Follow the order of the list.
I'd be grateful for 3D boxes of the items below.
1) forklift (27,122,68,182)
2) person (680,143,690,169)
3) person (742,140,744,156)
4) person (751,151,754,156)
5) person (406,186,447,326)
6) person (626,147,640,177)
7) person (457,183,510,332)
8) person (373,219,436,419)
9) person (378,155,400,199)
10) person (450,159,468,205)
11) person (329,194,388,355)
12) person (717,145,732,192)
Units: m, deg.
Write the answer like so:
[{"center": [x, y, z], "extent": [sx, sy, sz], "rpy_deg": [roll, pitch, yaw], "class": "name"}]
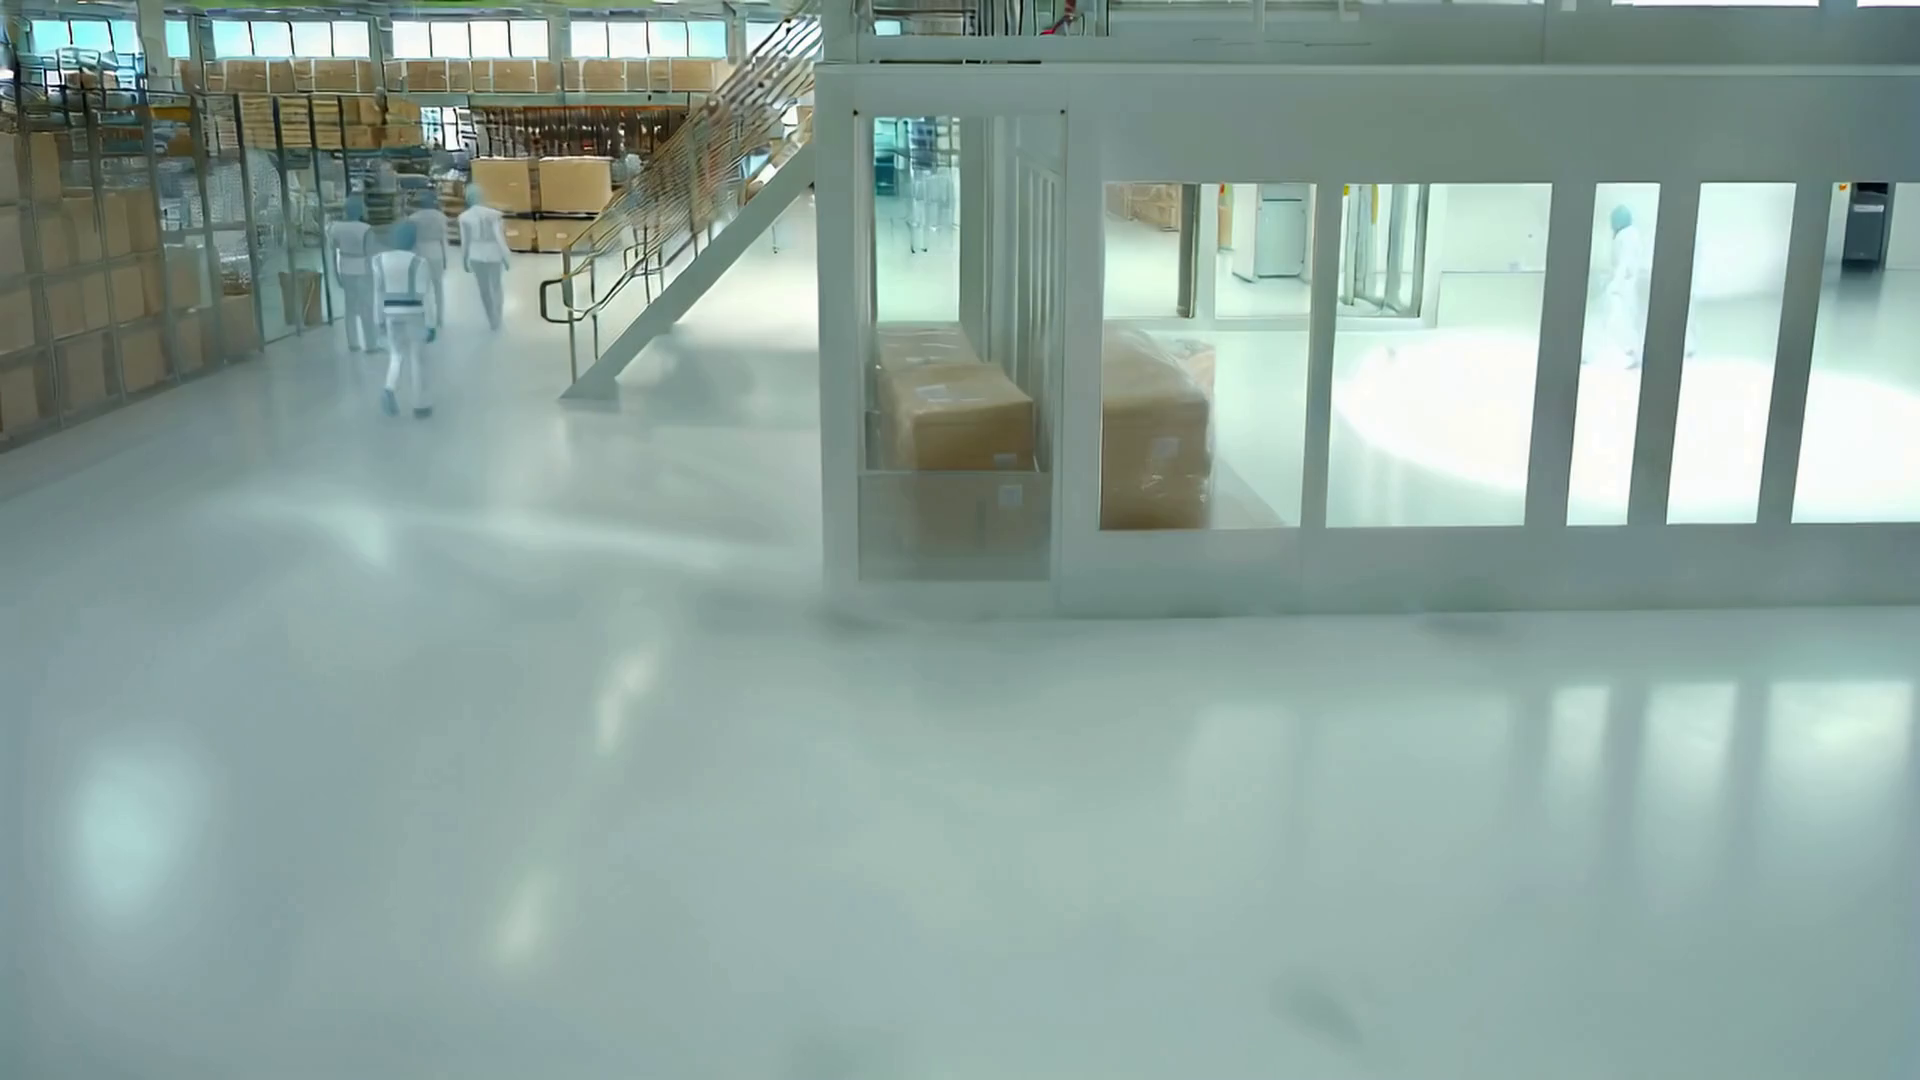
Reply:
[{"center": [-35.376, -14.773, 64.377], "extent": [1.129, 2.768, 1.873], "rpy_deg": [-1, 14, -2], "class": "forklift"}, {"center": [-13.860, -19.218, 84.270], "extent": [0.601, 1.830, 0.403], "rpy_deg": [-5, 15, -20], "class": "person"}, {"center": [-11.455, -20.275, 88.211], "extent": [0.431, 1.981, 0.631], "rpy_deg": [-4, 15, -15], "class": "person"}, {"center": [-9.191, -16.504, 73.562], "extent": [0.364, 1.754, 0.544], "rpy_deg": [0, 14, 1], "class": "person"}, {"center": [-7.385, -3.936, 23.073], "extent": [0.550, 1.890, 0.948], "rpy_deg": [-7, 15, -24], "class": "person"}, {"center": [-12.247, -13.723, 62.163], "extent": [0.400, 1.905, 0.644], "rpy_deg": [9, 17, 33], "class": "person"}, {"center": [-6.432, -3.807, 22.416], "extent": [0.631, 1.954, 0.814], "rpy_deg": [-7, 16, -25], "class": "person"}, {"center": [-5.193, -2.048, 15.561], "extent": [0.593, 1.871, 0.480], "rpy_deg": [3, 14, 10], "class": "person"}, {"center": [-15.450, -9.436, 45.004], "extent": [0.548, 1.919, 0.717], "rpy_deg": [0, 14, 0], "class": "person"}, {"center": [-14.159, -9.861, 47.049], "extent": [0.948, 1.766, 0.642], "rpy_deg": [12, 18, 39], "class": "person"}, {"center": [-7.259, -3.183, 20.006], "extent": [0.589, 1.920, 0.392], "rpy_deg": [4, 15, 15], "class": "person"}, {"center": [-8.254, -12.900, 58.589], "extent": [0.609, 2.044, 0.393], "rpy_deg": [-13, 19, -42], "class": "person"}]
